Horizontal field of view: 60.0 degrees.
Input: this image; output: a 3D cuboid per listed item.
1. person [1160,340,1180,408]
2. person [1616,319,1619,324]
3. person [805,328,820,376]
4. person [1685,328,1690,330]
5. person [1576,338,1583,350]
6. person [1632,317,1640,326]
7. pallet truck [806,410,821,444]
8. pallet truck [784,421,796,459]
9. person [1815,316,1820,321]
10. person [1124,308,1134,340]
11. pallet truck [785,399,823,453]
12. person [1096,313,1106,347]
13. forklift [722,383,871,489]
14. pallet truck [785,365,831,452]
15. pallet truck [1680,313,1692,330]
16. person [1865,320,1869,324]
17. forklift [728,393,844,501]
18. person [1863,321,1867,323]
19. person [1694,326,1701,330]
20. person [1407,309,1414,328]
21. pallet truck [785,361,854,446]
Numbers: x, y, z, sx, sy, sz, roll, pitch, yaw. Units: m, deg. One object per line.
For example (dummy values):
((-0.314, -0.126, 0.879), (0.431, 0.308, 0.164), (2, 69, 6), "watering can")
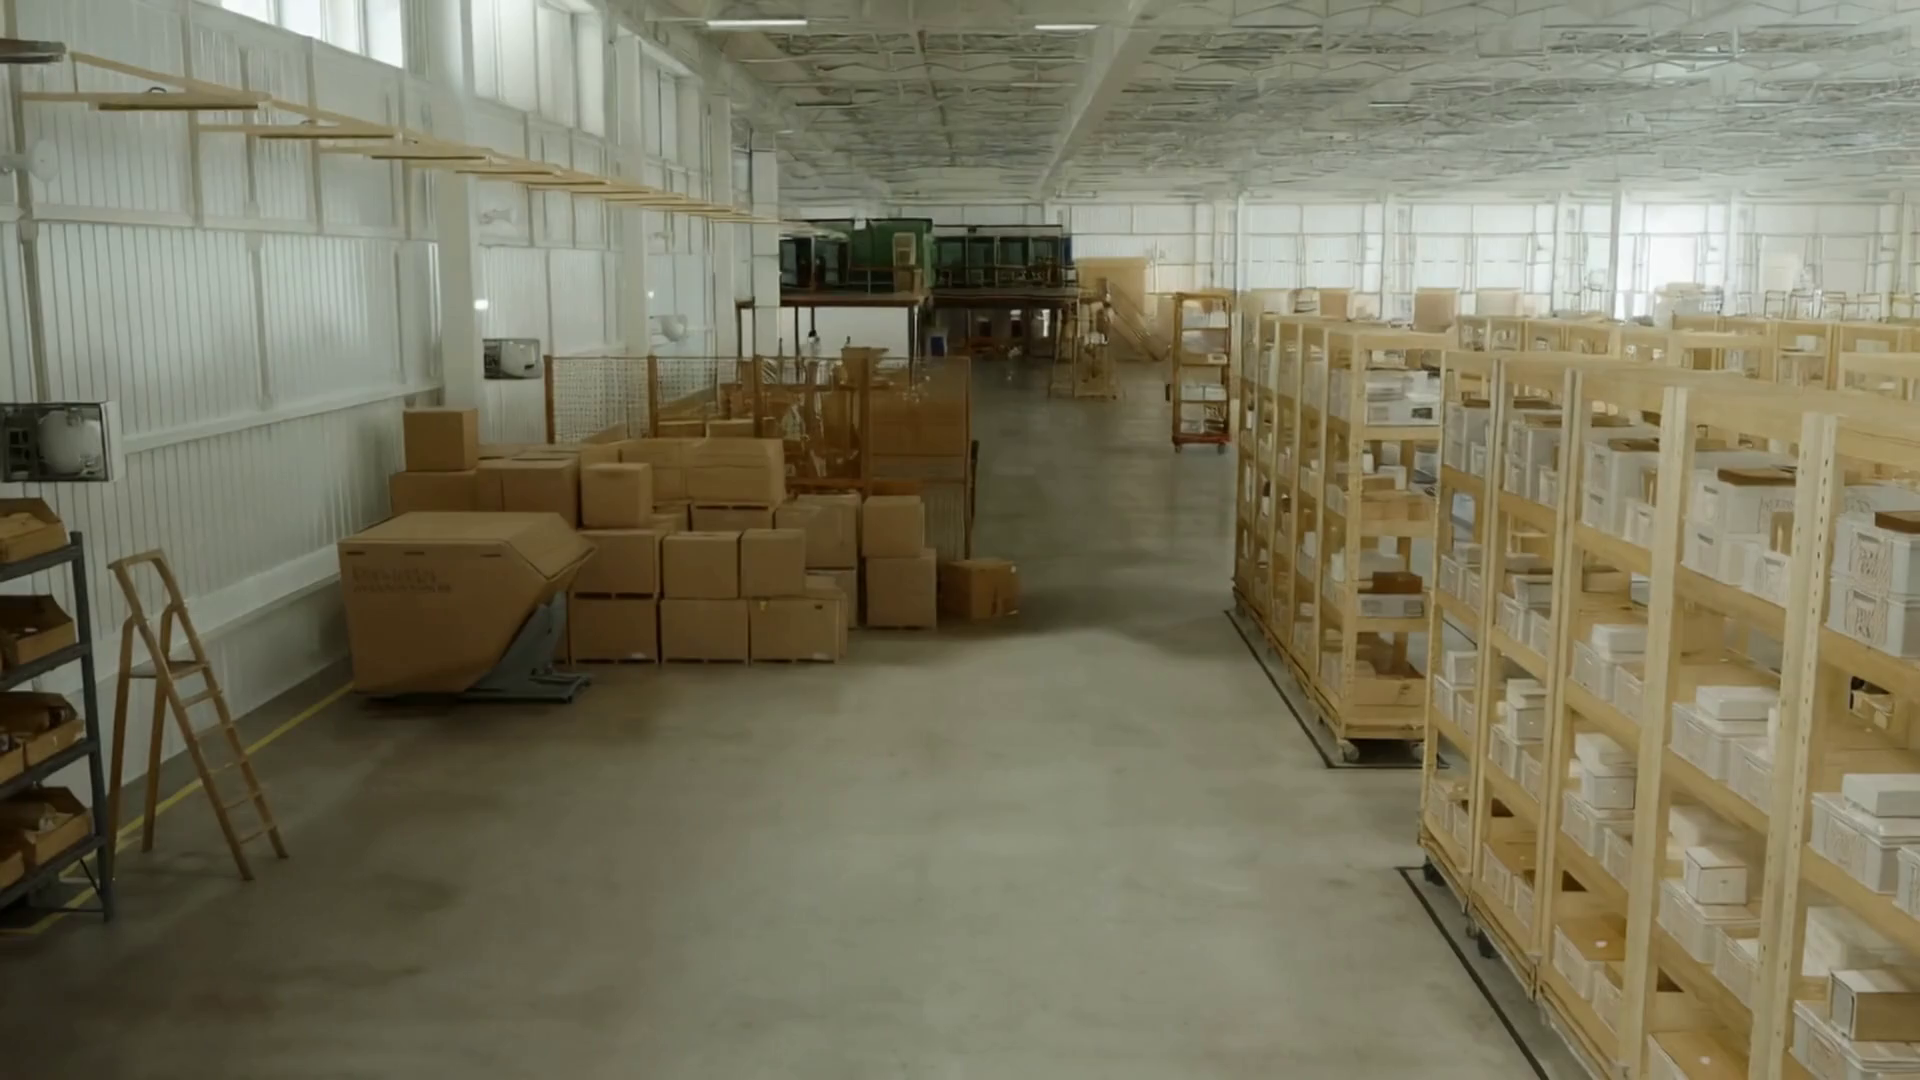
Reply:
((6.298, -4.946, 49.705), (0.623, 2.030, 0.500), (8, 12, 41), "person")
((32.453, -10.083, 82.392), (0.535, 1.699, 0.321), (-3, 10, -16), "person")
((-5.690, -7.214, 64.135), (0.575, 1.881, 0.356), (0, 9, 3), "person")
((26.661, -6.789, 61.160), (0.378, 1.996, 0.611), (-4, 10, -24), "person")
((24.810, -7.807, 67.304), (0.682, 2.000, 0.537), (2, 9, 13), "person")
((31.745, -9.518, 78.236), (0.592, 1.922, 0.400), (-1, 9, -4), "person")
((-3.559, -2.018, 33.905), (1.522, 1.261, 0.704), (0, 9, -1), "pallet truck")
((-4.013, -1.793, 32.705), (1.601, 1.201, 0.680), (0, 9, 1), "pallet truck")
((41.223, -9.814, 80.059), (0.392, 1.920, 0.592), (-1, 9, -7), "person")
((9.958, -12.744, 98.055), (0.603, 1.944, 0.391), (-4, 10, -22), "person")
((-3.814, -2.432, 36.419), (1.630, 1.274, 0.653), (0, 9, 1), "pallet truck")
((7.569, -11.381, 90.047), (0.823, 1.810, 0.638), (8, 12, 40), "person")
((-2.893, -1.687, 28.729), (2.680, 1.987, 1.157), (0, 9, -1), "forklift")
((-3.774, -2.976, 37.635), (1.885, 1.965, 0.823), (1, 9, 5), "pallet truck")
((36.315, -10.531, 84.244), (0.823, 1.965, 1.885), (-6, 11, -33), "pallet truck")
((41.776, -9.237, 76.767), (0.534, 1.832, 0.402), (-5, 10, -26), "person")
((-2.979, -1.316, 26.476), (2.680, 1.987, 1.157), (0, 9, 1), "forklift")
((40.009, -8.747, 73.656), (0.520, 1.865, 0.332), (8, 12, 40), "person")
((33.480, -9.107, 75.806), (1.025, 1.881, 0.652), (5, 10, 28), "person")
((25.602, -12.181, 94.674), (0.398, 1.918, 0.587), (6, 11, 32), "person")
((-3.410, -3.193, 38.978), (1.885, 1.965, 0.823), (0, 9, -1), "pallet truck")
